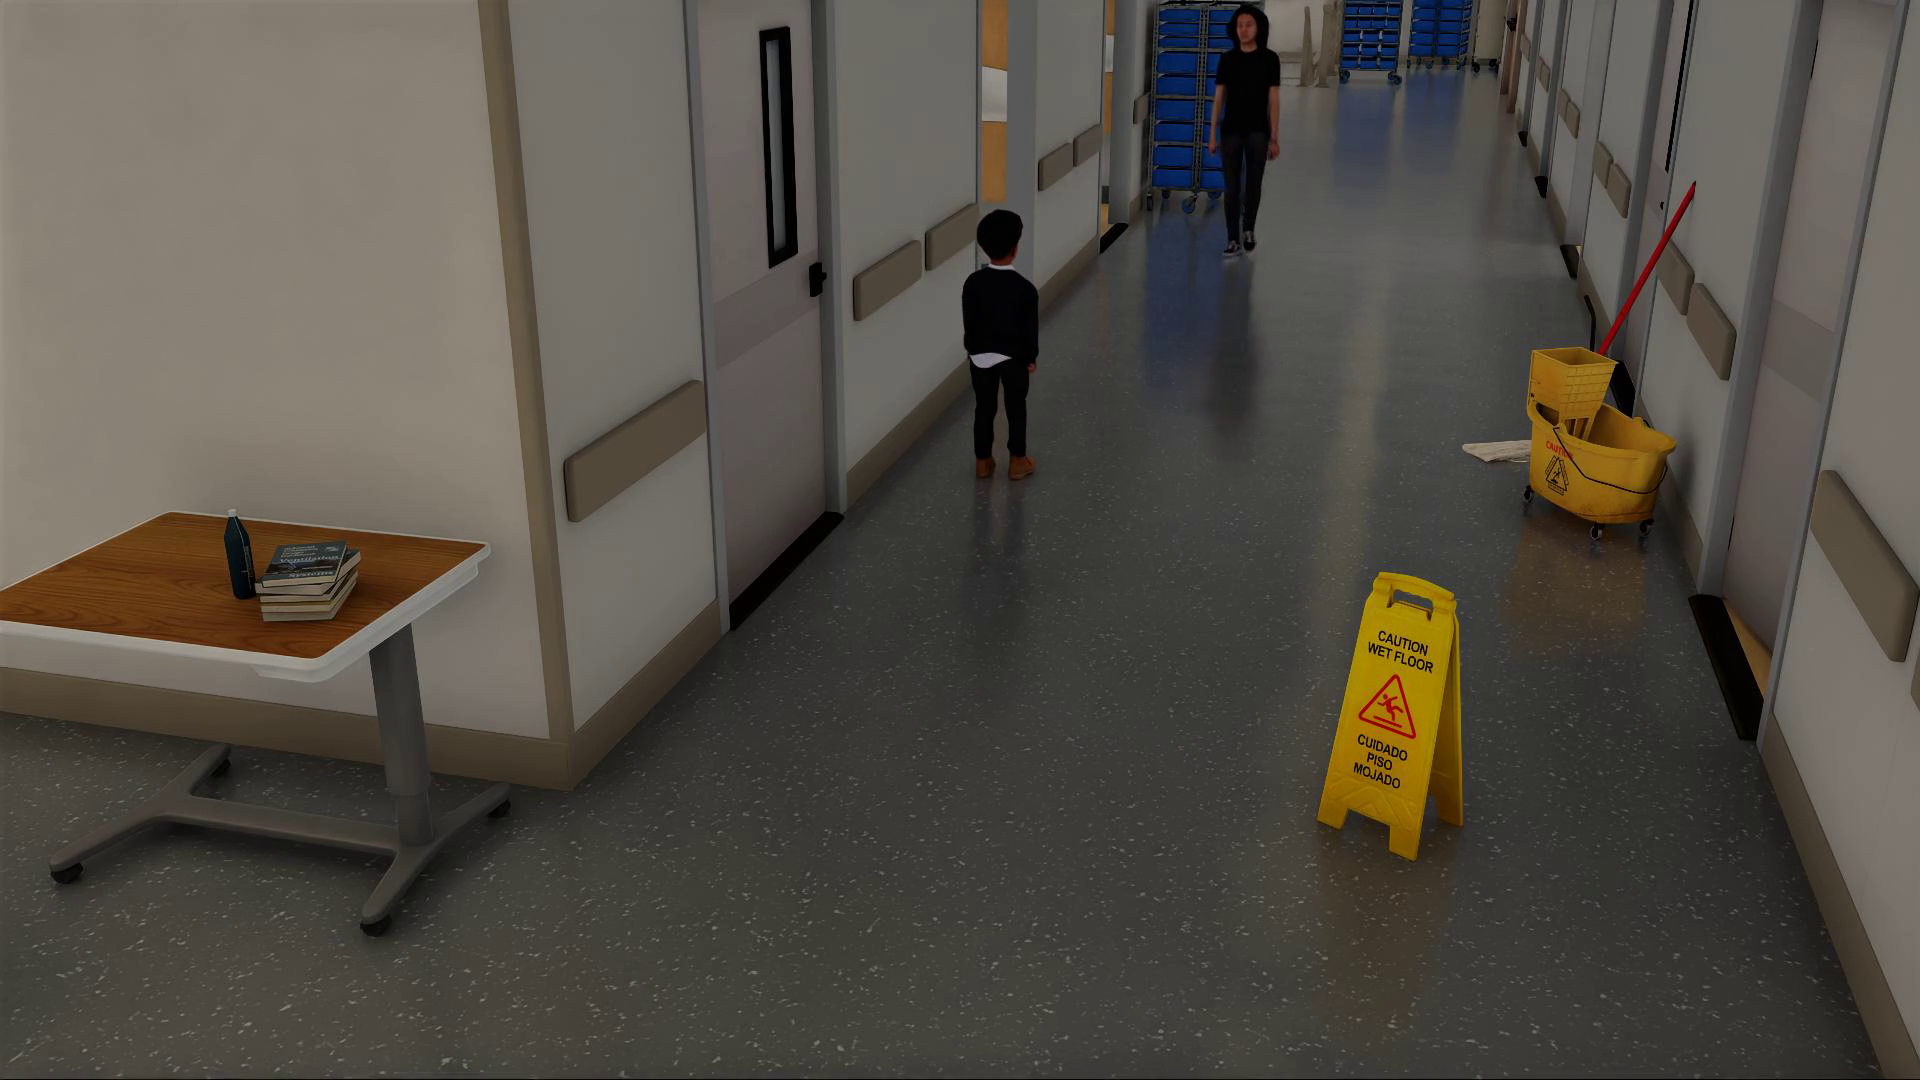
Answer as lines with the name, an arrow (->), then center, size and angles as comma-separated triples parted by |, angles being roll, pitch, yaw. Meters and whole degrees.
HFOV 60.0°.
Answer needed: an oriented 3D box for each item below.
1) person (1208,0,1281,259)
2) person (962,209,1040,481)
person -> 2.146, -3.052, 12.426 | 0.692, 1.821, 0.629 | 8, 22, 19
person -> 0.182, -0.882, 7.554 | 0.500, 1.226, 0.469 | 6, 22, 15
